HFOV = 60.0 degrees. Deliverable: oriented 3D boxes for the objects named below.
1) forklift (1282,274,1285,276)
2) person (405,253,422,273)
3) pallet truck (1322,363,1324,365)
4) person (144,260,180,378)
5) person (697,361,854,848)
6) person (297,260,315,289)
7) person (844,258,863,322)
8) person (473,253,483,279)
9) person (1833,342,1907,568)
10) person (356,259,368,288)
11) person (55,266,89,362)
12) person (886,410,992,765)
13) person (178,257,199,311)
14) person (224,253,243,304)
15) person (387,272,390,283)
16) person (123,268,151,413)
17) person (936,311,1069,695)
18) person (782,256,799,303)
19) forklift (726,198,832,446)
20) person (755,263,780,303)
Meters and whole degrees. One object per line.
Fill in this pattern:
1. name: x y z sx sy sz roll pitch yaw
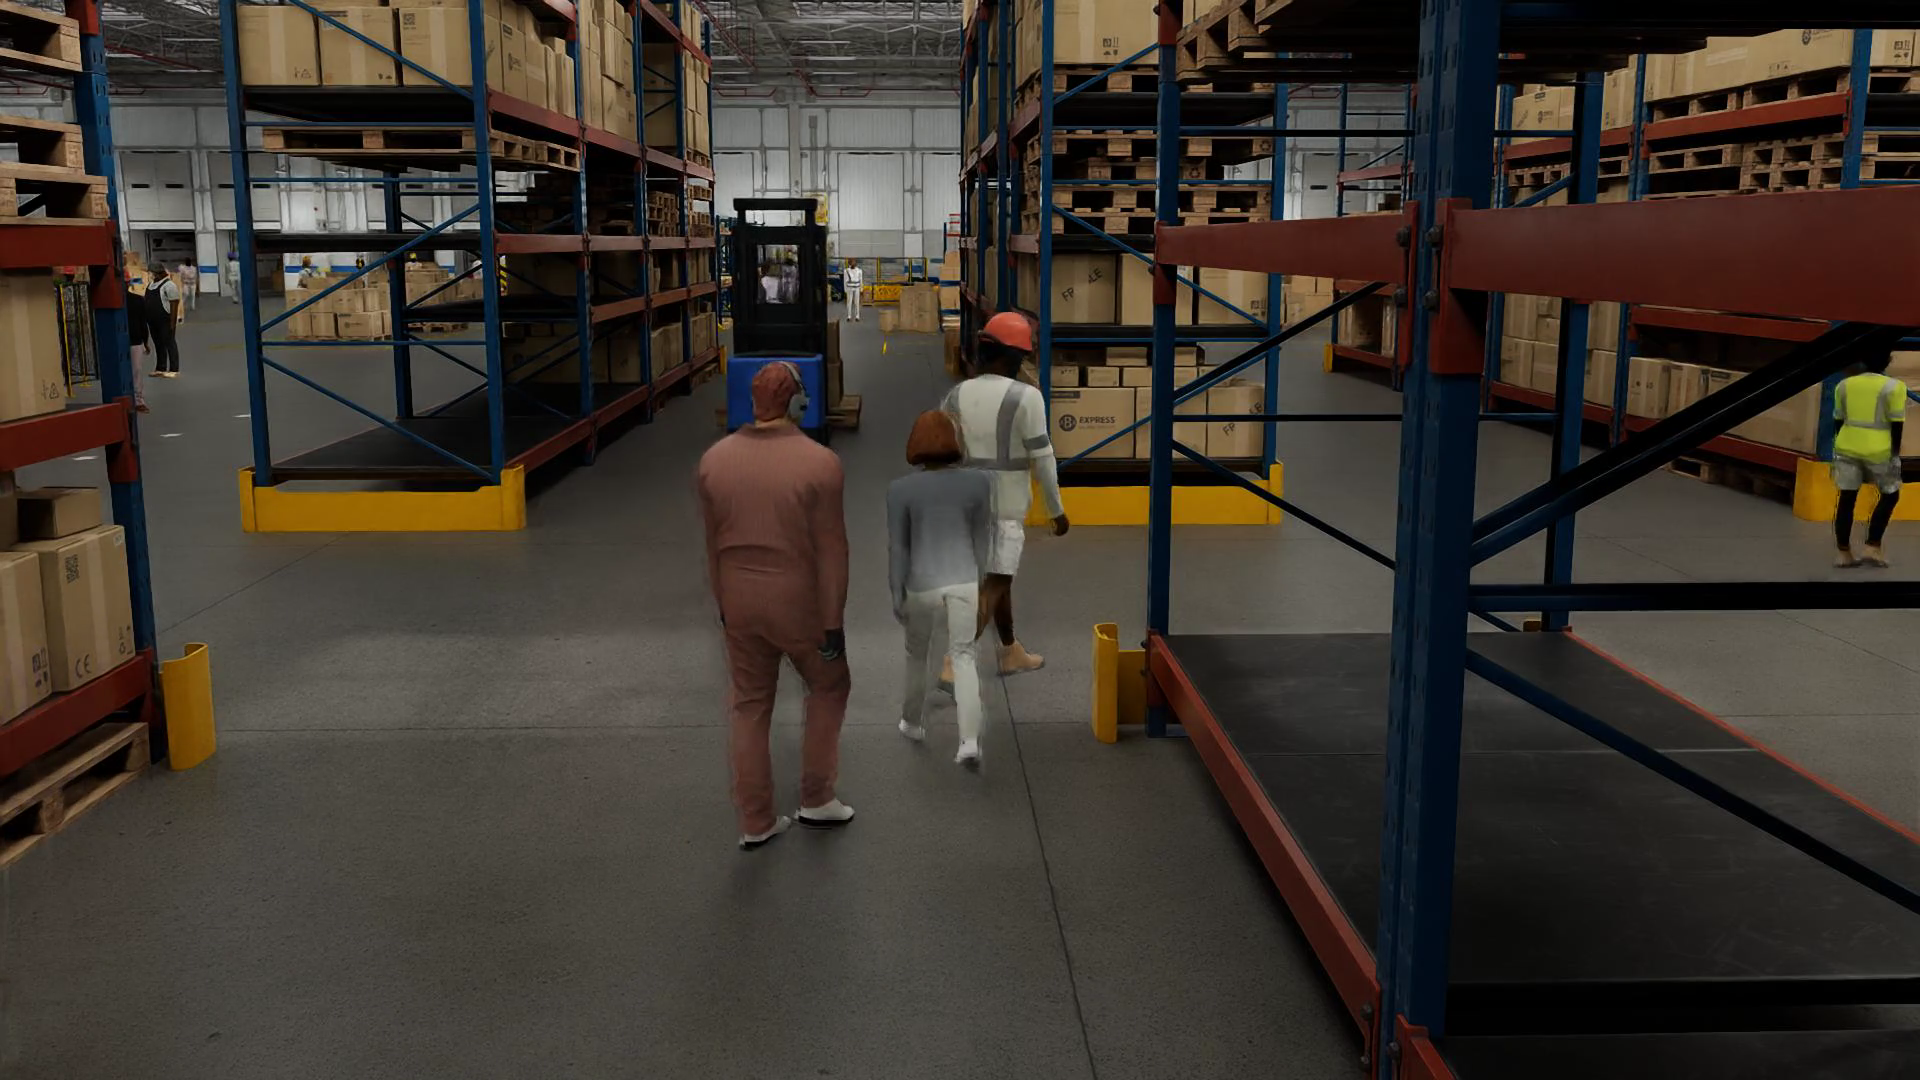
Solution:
1. forklift: 12.197 -10.520 63.727 1.129 2.768 1.873 0 10 -2
2. person: -20.357 -9.735 62.017 0.586 1.925 0.369 -4 11 -20
3. pallet truck: 7.712 -4.157 30.737 1.885 1.965 0.823 3 11 16
4. person: -13.841 -3.821 28.745 0.688 2.000 0.536 6 12 30
5. person: -0.677 0.242 6.534 0.668 1.884 0.641 4 11 22
6. person: -19.266 -7.329 48.950 0.945 1.794 0.541 5 12 28
7. person: -3.120 -7.290 48.544 0.568 1.878 0.350 -5 11 -25
8. person: -16.748 -9.017 57.978 0.371 1.939 0.629 -9 14 -41
9. person: 6.540 -0.626 11.931 0.520 1.676 0.548 -6 12 -30
10. person: -16.533 -6.827 45.972 0.325 1.871 0.524 -4 11 -19
11. person: -17.266 -4.416 32.374 0.579 1.920 0.390 -5 11 -25
12. person: -0.084 0.205 7.554 0.503 1.592 0.810 -2 10 -12
13. person: -26.051 -8.647 56.217 0.654 1.829 0.446 -10 14 -44
14. person: -27.324 -9.825 62.542 0.508 1.920 0.625 9 13 40
15. person: -18.729 -8.396 55.221 0.535 1.691 0.320 -10 14 -43
16. person: -11.335 -2.699 22.621 0.396 1.993 0.618 9 14 42
17. person: 0.164 -0.181 8.641 0.612 1.999 0.987 10 14 44
18. person: -5.401 -8.052 52.731 0.594 1.900 0.886 -9 13 -40
19. forklift: -2.065 -2.469 18.873 1.129 2.768 1.873 0 10 -2
20. person: -4.289 -5.126 36.463 0.960 1.871 0.608 5 11 26
